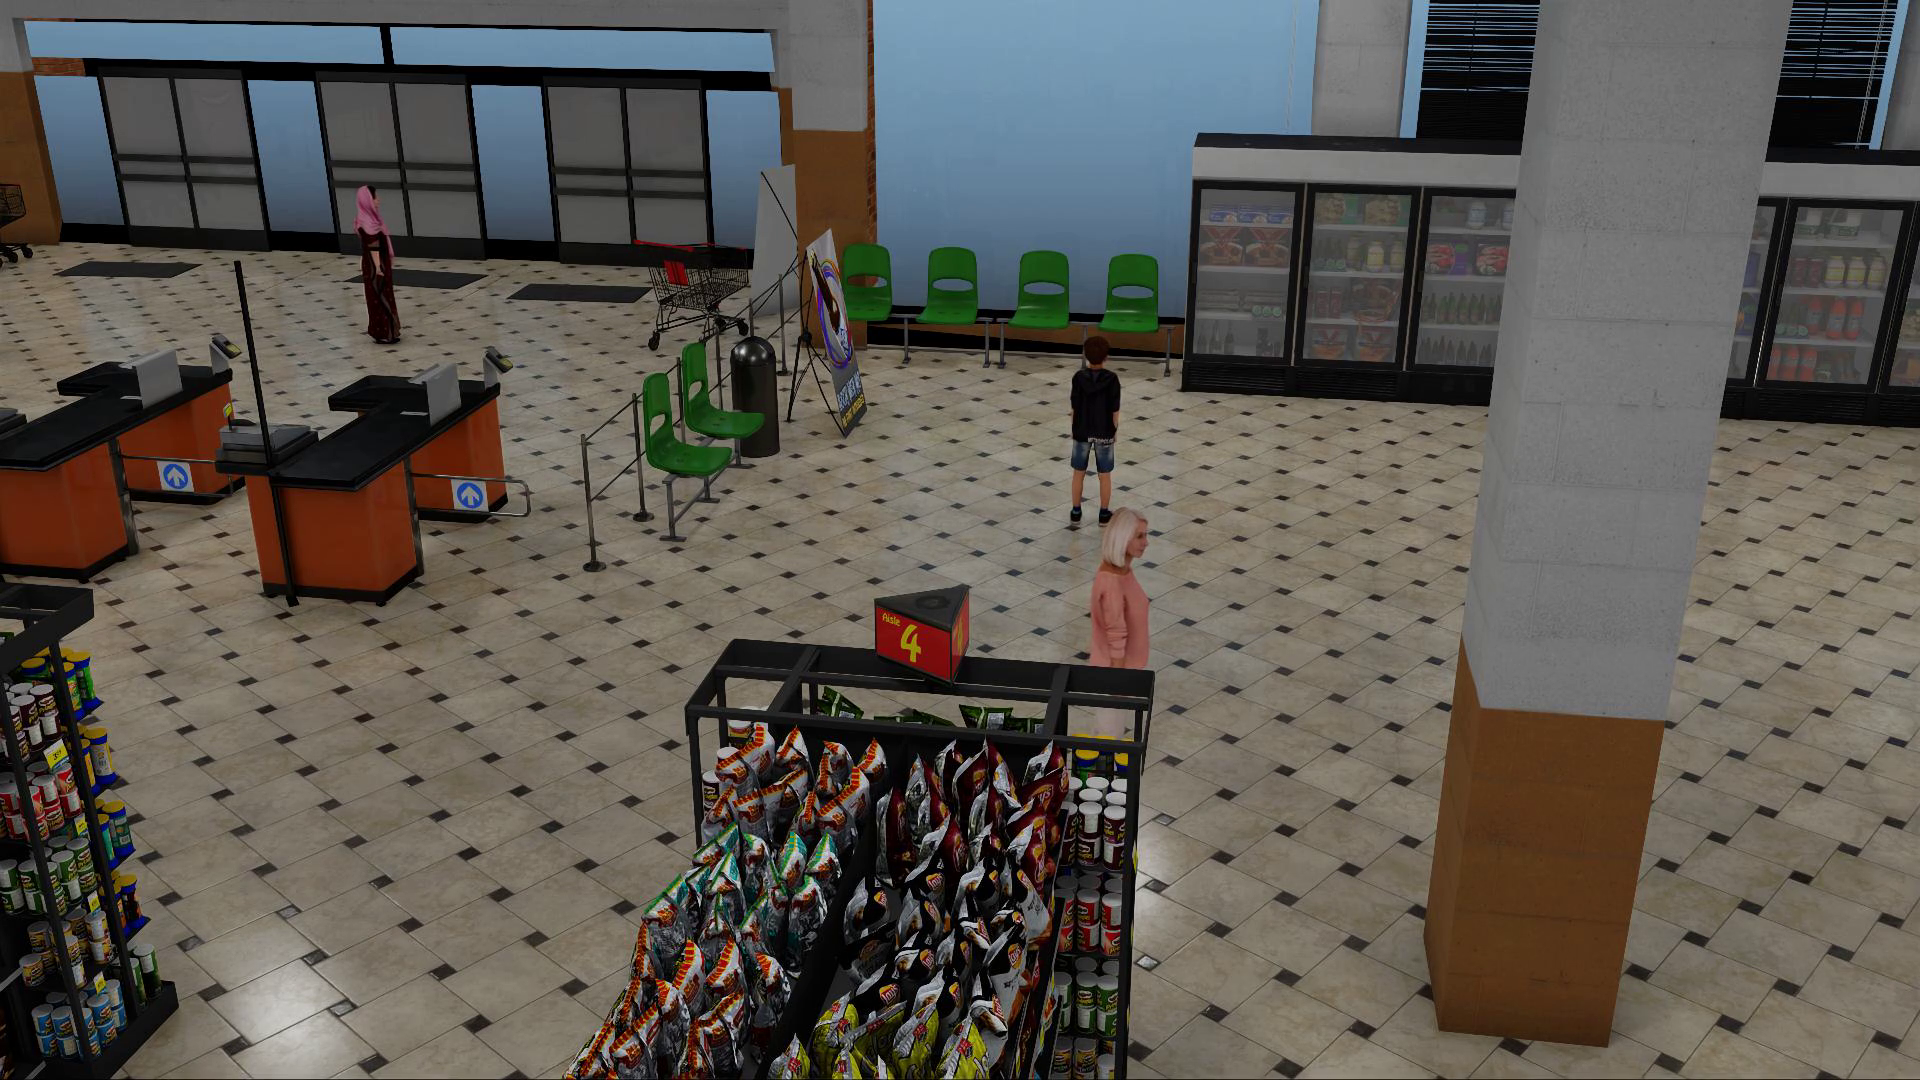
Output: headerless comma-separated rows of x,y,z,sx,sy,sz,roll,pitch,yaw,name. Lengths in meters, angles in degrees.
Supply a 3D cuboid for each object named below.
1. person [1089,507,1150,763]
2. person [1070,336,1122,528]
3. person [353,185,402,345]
0.783,0.641,8.435,0.674,1.723,0.474,2,22,5,person
0.996,-0.816,12.434,0.535,1.444,0.514,5,22,12,person
-6.065,-2.867,17.278,0.812,1.639,0.694,-6,23,-15,person
